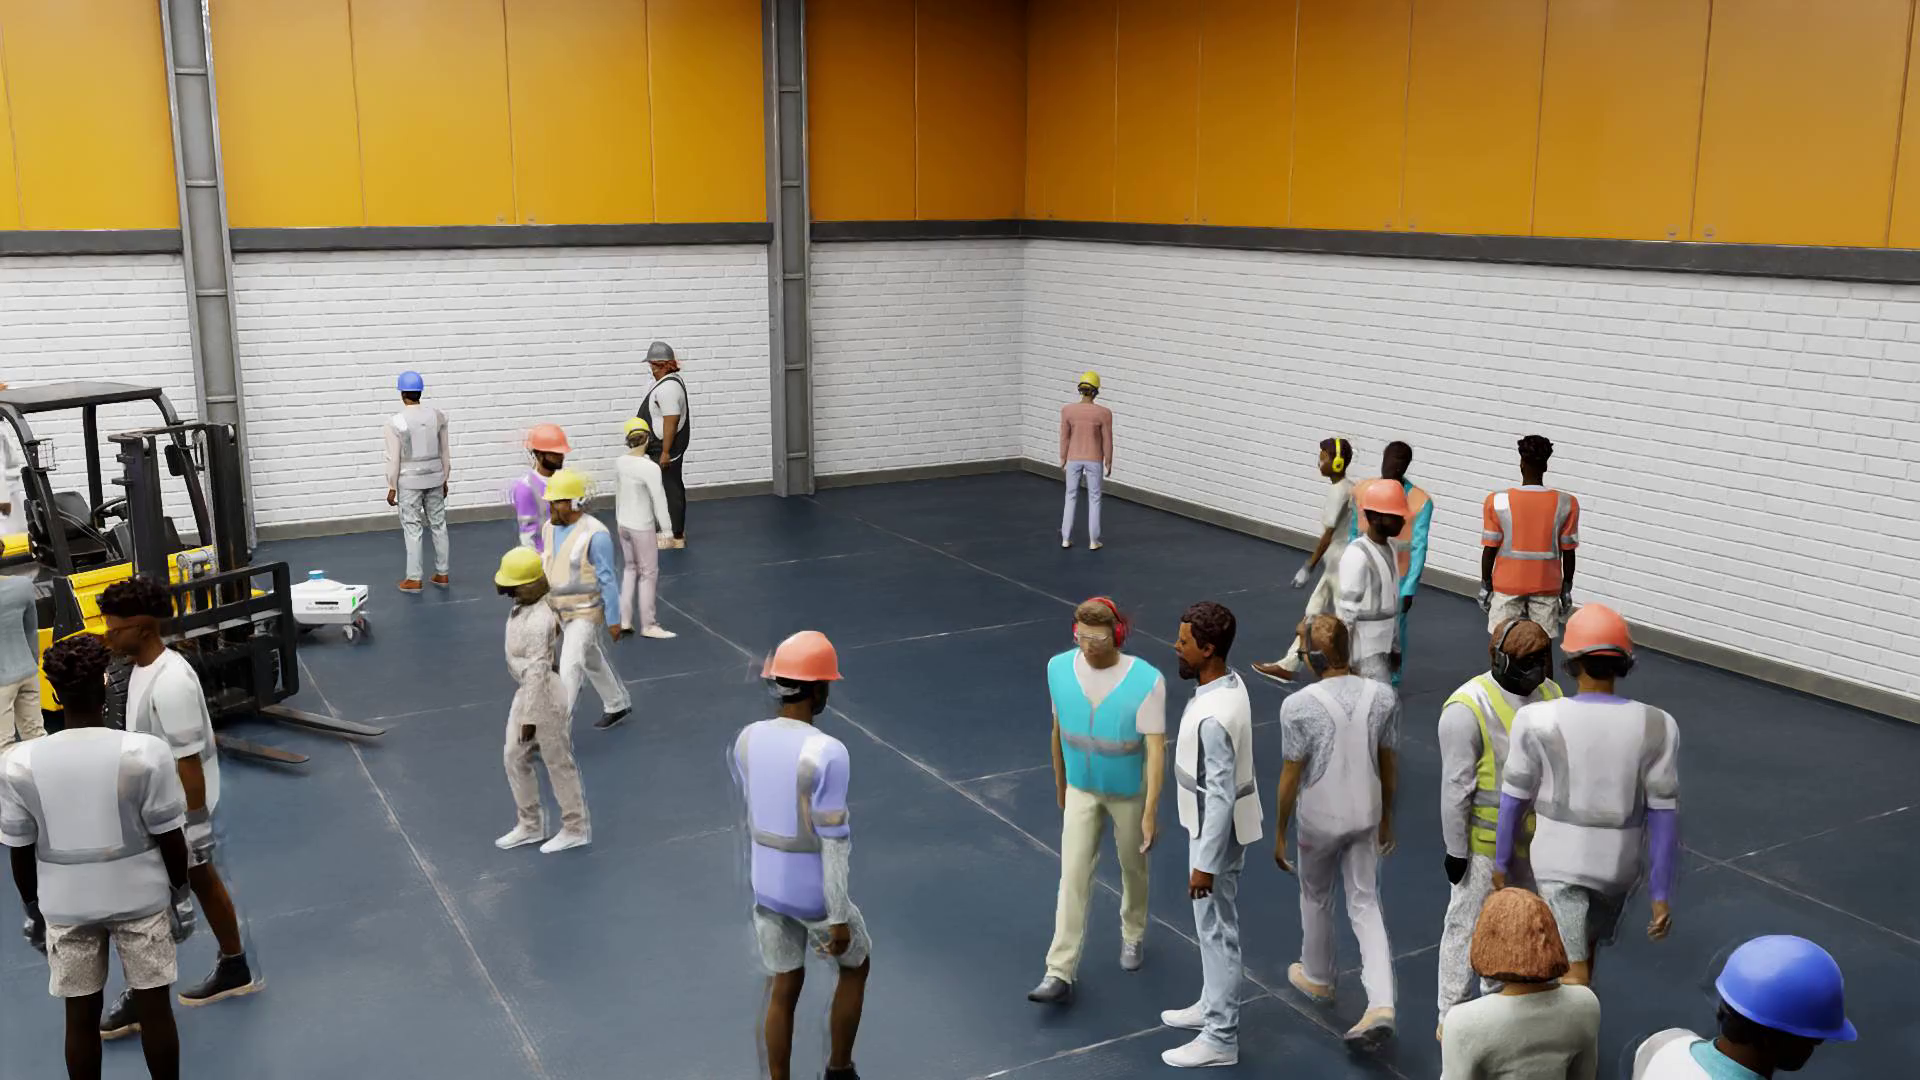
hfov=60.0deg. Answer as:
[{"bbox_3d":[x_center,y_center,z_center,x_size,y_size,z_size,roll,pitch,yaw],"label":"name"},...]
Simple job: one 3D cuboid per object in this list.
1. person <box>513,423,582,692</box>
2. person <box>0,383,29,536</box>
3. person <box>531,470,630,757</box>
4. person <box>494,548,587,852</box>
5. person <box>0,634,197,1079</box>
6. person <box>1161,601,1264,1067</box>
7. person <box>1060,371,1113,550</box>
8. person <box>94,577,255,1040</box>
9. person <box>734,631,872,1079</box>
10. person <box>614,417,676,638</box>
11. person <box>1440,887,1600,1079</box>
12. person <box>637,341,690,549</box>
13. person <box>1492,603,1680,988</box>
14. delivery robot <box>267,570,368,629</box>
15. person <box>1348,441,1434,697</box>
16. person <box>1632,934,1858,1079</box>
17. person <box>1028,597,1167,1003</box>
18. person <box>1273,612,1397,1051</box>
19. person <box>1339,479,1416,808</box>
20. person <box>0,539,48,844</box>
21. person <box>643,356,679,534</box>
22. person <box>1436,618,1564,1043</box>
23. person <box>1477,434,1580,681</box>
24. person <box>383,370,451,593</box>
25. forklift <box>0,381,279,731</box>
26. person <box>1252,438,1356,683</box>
[{"bbox_3d":[-2.868,0.132,11.627,0.462,1.920,0.565,6,13,26],"label":"person"},{"bbox_3d":[-8.242,-0.429,14.365,0.418,1.869,0.617,-5,13,-24],"label":"person"},{"bbox_3d":[-2.455,0.431,10.557,0.618,1.780,0.949,11,16,41],"label":"person"},{"bbox_3d":[-2.227,0.856,8.730,0.553,1.706,0.514,-7,14,-31],"label":"person"},{"bbox_3d":[-3.102,1.299,6.048,0.602,1.966,0.368,-3,12,-12],"label":"person"},{"bbox_3d":[1.022,1.184,6.701,0.398,1.920,0.590,2,12,10],"label":"person"},{"bbox_3d":[1.240,-0.773,16.270,0.532,1.755,0.341,4,13,18],"label":"person"},{"bbox_3d":[-3.444,1.113,6.982,0.838,1.930,0.650,-7,14,-31],"label":"person"},{"bbox_3d":[-0.558,1.283,6.255,0.567,1.904,0.642,9,15,36],"label":"person"},{"bbox_3d":[-2.495,-0.081,13.060,0.655,1.749,0.381,11,16,43],"label":"person"},{"bbox_3d":[1.541,1.764,4.678,0.505,1.627,0.278,-4,13,-17],"label":"person"},{"bbox_3d":[-2.928,-0.936,16.349,0.536,2.000,0.688,-1,12,-5],"label":"person"},{"bbox_3d":[2.381,1.233,6.348,0.620,1.981,1.119,1,12,4],"label":"person"},{"bbox_3d":[-5.010,0.481,12.990,0.707,0.478,0.477,0,12,-2],"label":"delivery robot"},{"bbox_3d":[2.844,0.253,11.179,0.628,1.866,0.851,9,15,37],"label":"person"},{"bbox_3d":[1.624,1.800,3.804,0.662,1.924,0.630,-1,12,-5],"label":"person"},{"bbox_3d":[0.625,1.128,7.260,0.604,1.782,0.968,6,13,25],"label":"person"},{"bbox_3d":[1.596,1.202,6.929,0.538,1.800,0.871,-2,12,-10],"label":"person"},{"bbox_3d":[2.348,0.603,9.405,0.402,1.923,0.572,8,14,33],"label":"person"},{"bbox_3d":[-5.197,0.774,9.001,0.327,1.760,0.524,3,12,12],"label":"person"},{"bbox_3d":[-3.034,-1.025,17.015,0.378,1.932,0.551,-4,13,-19],"label":"person"},{"bbox_3d":[2.218,1.207,6.776,0.634,1.841,0.429,-7,14,-30],"label":"person"},{"bbox_3d":[3.670,0.289,10.779,0.607,1.966,0.367,2,12,11],"label":"person"},{"bbox_3d":[-4.743,-0.509,14.567,0.393,1.947,0.607,10,16,40],"label":"person"},{"bbox_3d":[-5.853,0.085,11.199,2.313,2.155,1.214,7,14,28],"label":"forklift"},{"bbox_3d":[2.558,0.190,11.630,0.944,1.826,0.500,3,13,16],"label":"person"}]
